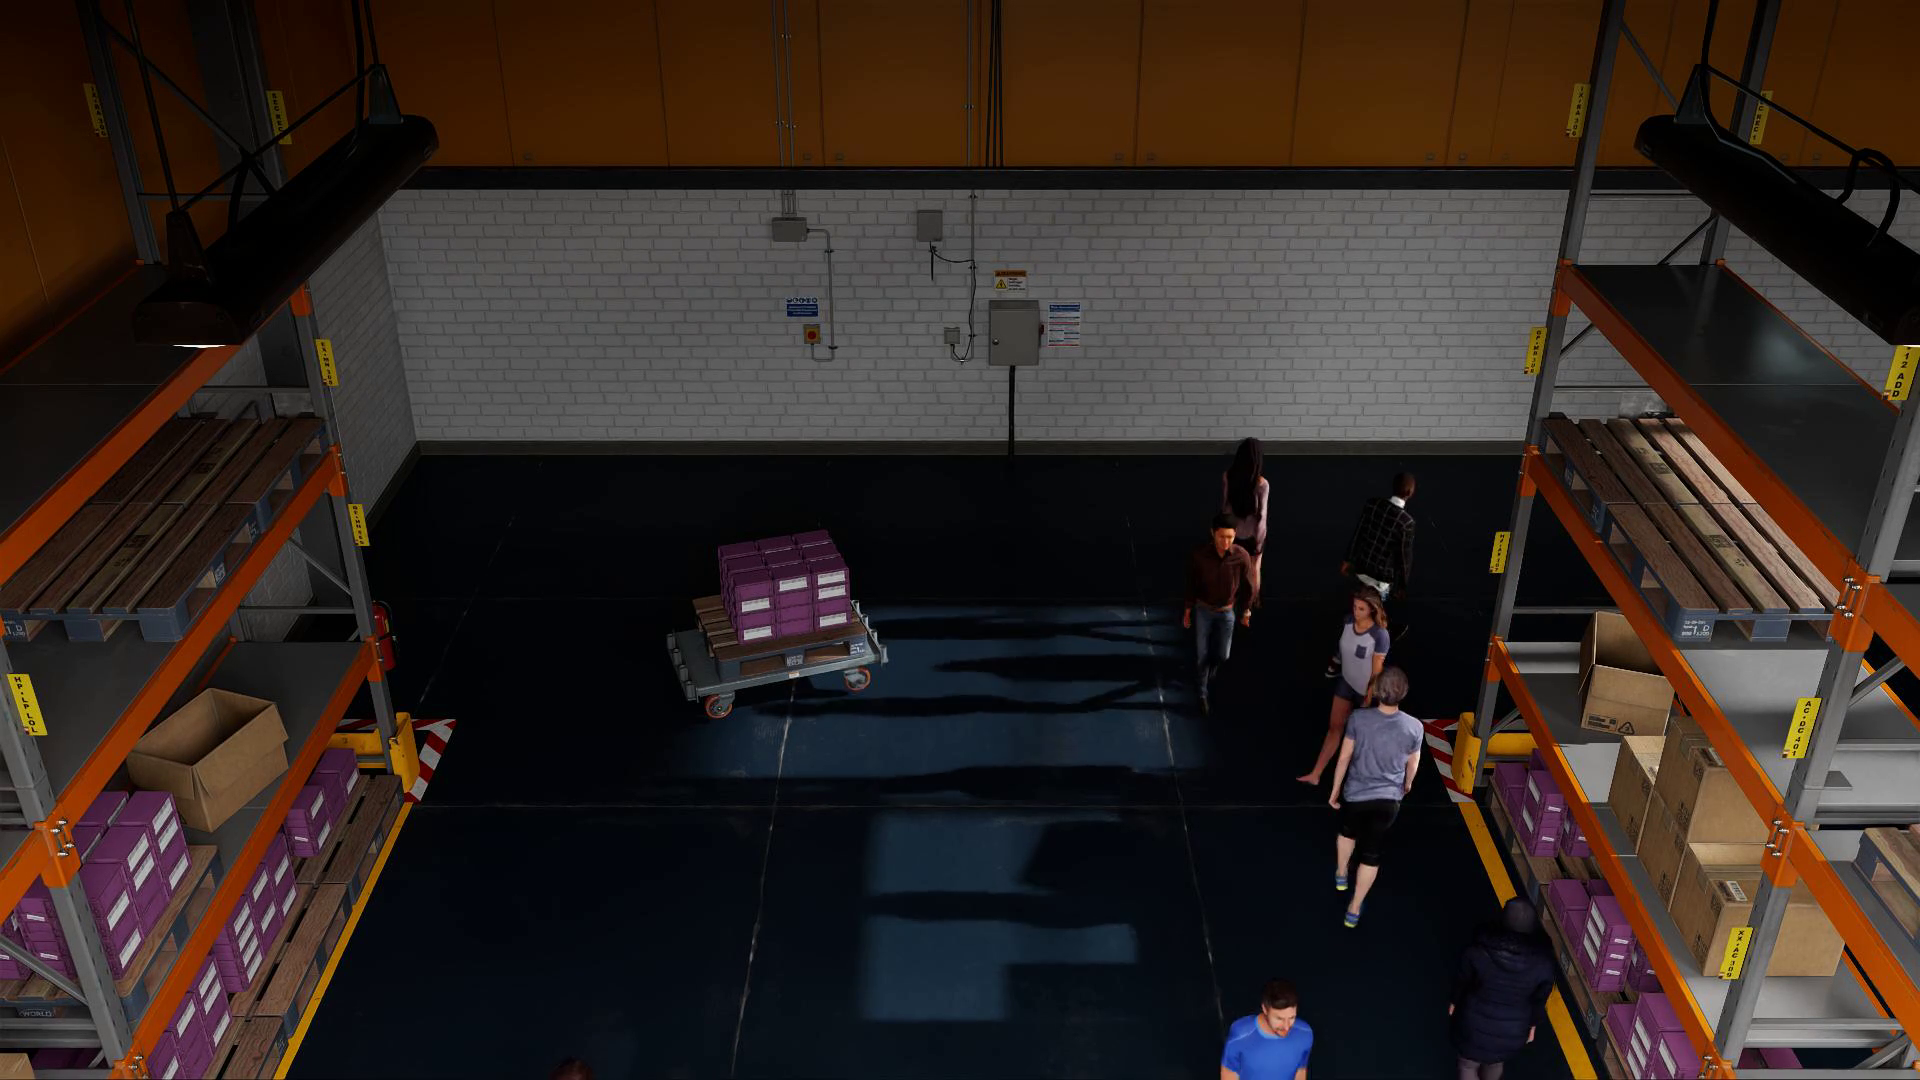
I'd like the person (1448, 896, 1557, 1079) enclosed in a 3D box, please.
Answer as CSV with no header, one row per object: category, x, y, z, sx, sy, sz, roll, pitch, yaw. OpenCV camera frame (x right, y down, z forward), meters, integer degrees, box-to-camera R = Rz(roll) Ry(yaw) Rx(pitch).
person,2.948,2.684,9.192,0.732,1.658,0.998,5,29,8

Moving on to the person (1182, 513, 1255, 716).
person,1.998,0.514,13.068,0.731,1.756,0.881,4,29,7

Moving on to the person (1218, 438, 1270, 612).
person,2.323,0.023,13.952,0.952,1.772,1.095,17,33,28

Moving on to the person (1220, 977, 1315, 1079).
person,1.513,2.905,8.579,0.668,1.856,0.863,-3,29,-5

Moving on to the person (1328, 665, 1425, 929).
person,2.664,1.723,10.749,0.853,1.855,0.990,11,30,19

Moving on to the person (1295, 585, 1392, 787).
person,3.001,1.055,12.159,1.054,1.676,1.104,-19,34,-31

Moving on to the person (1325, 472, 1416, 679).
person,3.276,0.335,13.402,1.220,1.750,1.285,-19,34,-31
